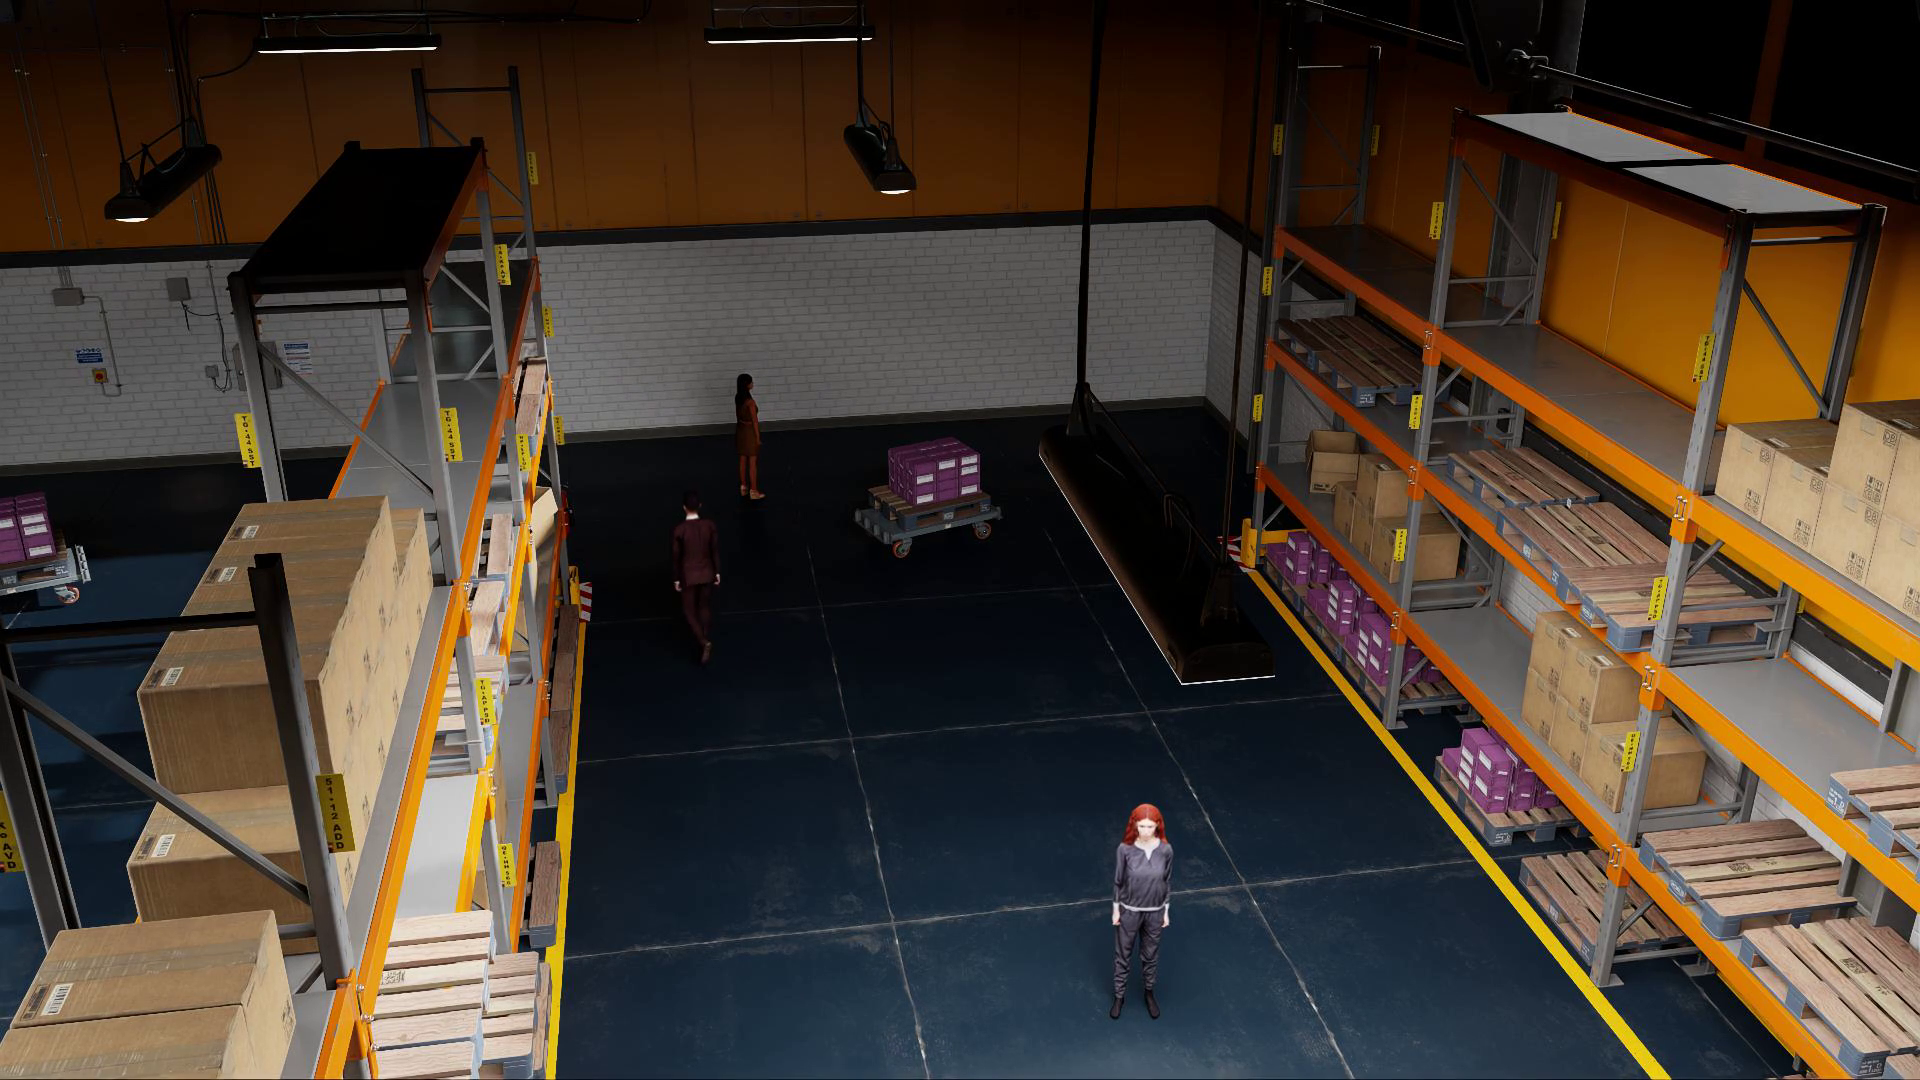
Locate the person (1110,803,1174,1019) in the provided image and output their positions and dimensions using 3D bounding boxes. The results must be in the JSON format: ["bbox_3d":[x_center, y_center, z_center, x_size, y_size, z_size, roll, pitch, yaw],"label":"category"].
[{"bbox_3d":[1.332,2.720,12.245,0.607,1.780,0.553,0,24,-1],"label":"person"}]

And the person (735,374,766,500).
[{"bbox_3d":[-2.767,-1.358,21.687,0.700,1.690,0.600,-19,30,-37],"label":"person"}]

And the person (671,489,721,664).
[{"bbox_3d":[-2.748,0.398,17.477,0.868,1.845,1.102,-11,26,-23],"label":"person"}]
